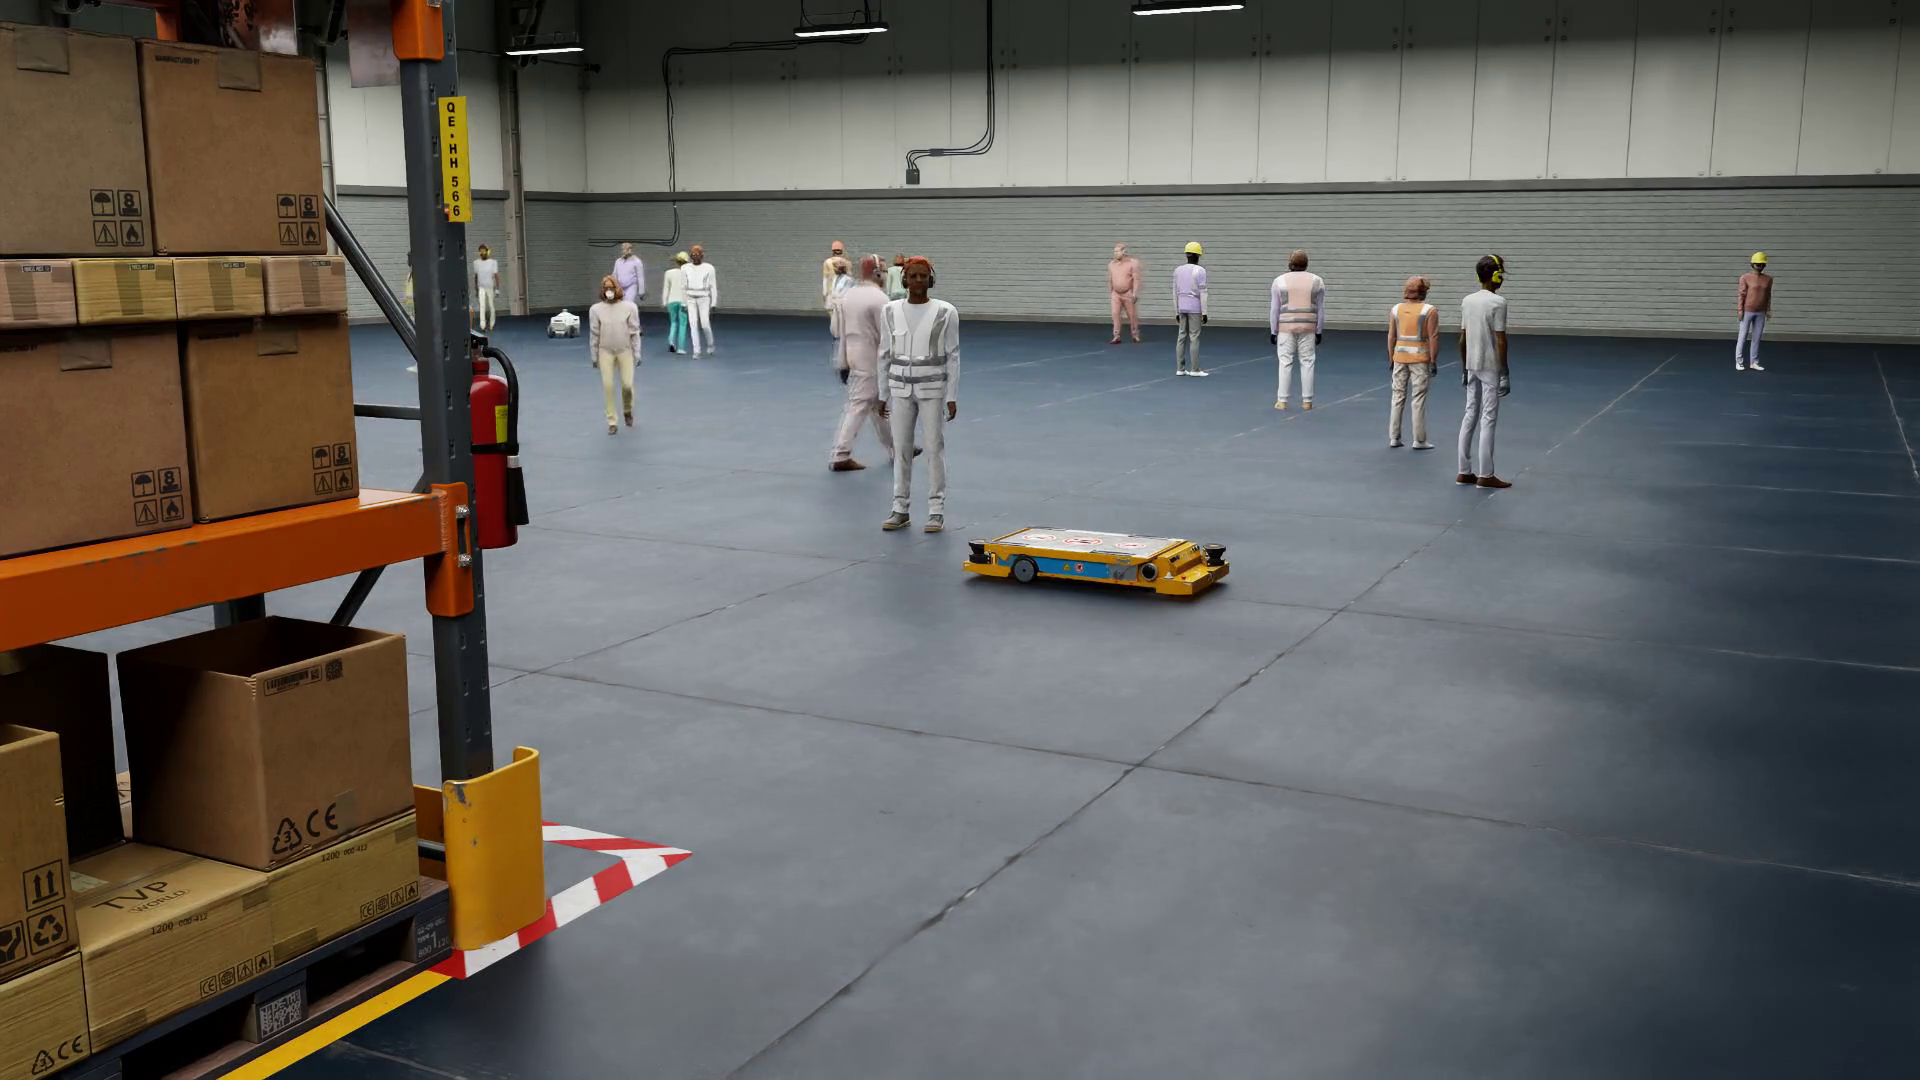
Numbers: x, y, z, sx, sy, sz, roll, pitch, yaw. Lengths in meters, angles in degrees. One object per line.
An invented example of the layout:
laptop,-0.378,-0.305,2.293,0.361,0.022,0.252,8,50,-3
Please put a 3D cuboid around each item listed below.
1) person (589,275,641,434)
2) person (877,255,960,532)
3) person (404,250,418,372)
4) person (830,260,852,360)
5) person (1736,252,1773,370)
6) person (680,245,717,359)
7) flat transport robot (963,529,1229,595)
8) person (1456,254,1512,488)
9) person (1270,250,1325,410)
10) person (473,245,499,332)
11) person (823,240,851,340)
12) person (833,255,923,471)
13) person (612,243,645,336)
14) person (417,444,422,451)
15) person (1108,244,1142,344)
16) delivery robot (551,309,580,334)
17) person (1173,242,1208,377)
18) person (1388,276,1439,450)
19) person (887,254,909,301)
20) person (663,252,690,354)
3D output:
person,-3.523,-1.891,16.997,0.522,1.619,0.387,-1,10,-7
person,-0.292,-0.993,11.385,0.584,1.884,0.346,3,11,17
person,-7.958,-3.398,24.647,0.532,1.830,0.645,-6,12,-31
person,-1.904,-3.725,27.001,0.413,1.623,0.513,-8,13,-36
person,11.936,-3.427,24.984,0.525,1.769,0.315,-1,10,-8
person,-4.286,-3.901,27.292,0.583,1.871,0.468,1,10,6
flat transport robot,0.801,0.105,9.798,1.431,0.197,0.652,5,12,27
person,4.232,-1.352,13.372,0.328,1.875,0.513,-5,12,-26
person,3.913,-2.432,19.341,0.633,1.846,0.429,0,10,2
person,-9.961,-5.290,35.005,0.540,1.823,0.971,-1,10,-6
person,-2.344,-4.771,31.881,0.567,1.925,0.597,-3,11,-18
person,-0.728,-1.536,14.449,0.997,1.851,0.667,-6,12,-30
person,-6.678,-4.973,33.172,0.640,1.854,1.002,7,12,34
person,-4.858,-1.636,15.422,0.565,1.677,0.552,-10,14,-42
person,3.105,-4.609,31.178,0.662,1.870,0.703,6,12,30
delivery robot,-7.805,-4.319,32.892,0.477,0.478,0.707,2,11,10
person,3.318,-3.305,23.875,0.364,1.928,0.587,-10,14,-42
person,4.295,-1.677,15.792,0.314,1.636,0.517,-10,14,-43
person,-1.286,-5.202,35.040,0.532,1.617,0.394,0,10,-2
person,-4.770,-4.036,28.357,0.567,1.736,0.443,2,11,10
